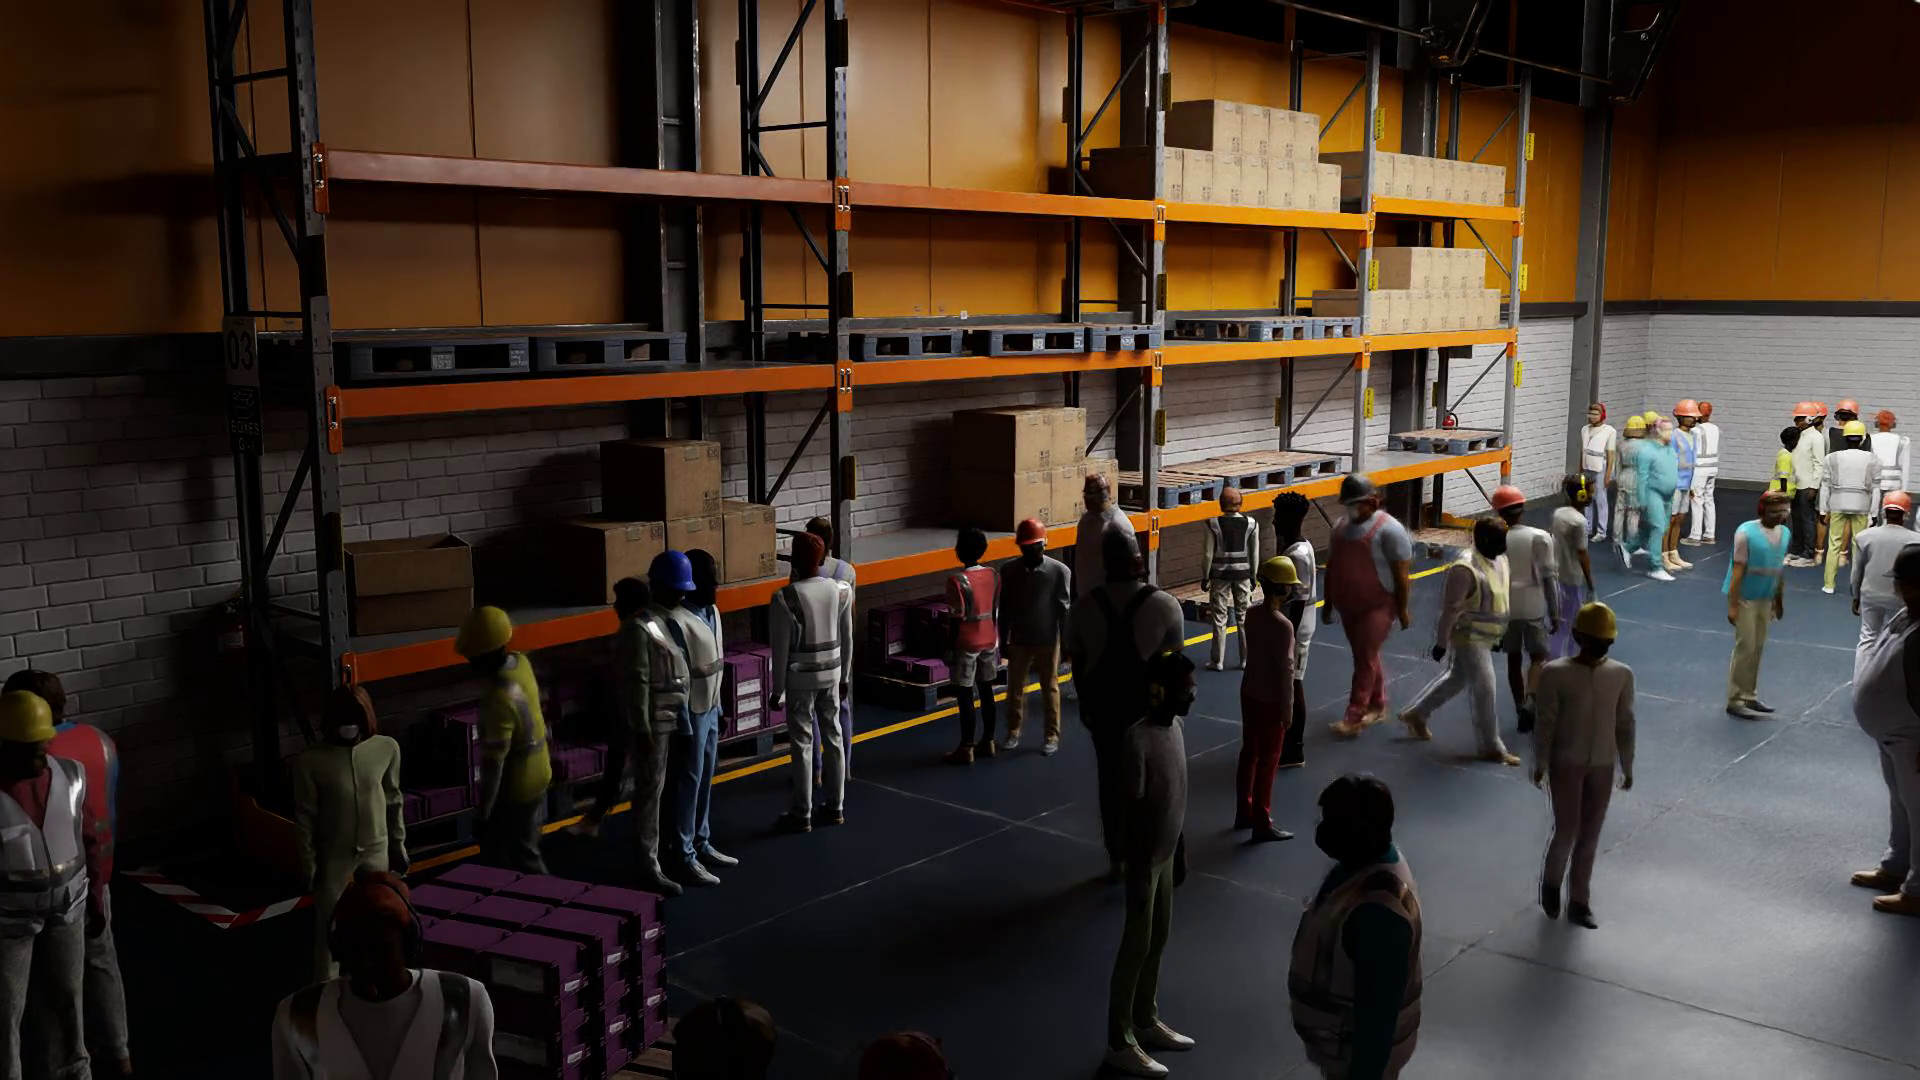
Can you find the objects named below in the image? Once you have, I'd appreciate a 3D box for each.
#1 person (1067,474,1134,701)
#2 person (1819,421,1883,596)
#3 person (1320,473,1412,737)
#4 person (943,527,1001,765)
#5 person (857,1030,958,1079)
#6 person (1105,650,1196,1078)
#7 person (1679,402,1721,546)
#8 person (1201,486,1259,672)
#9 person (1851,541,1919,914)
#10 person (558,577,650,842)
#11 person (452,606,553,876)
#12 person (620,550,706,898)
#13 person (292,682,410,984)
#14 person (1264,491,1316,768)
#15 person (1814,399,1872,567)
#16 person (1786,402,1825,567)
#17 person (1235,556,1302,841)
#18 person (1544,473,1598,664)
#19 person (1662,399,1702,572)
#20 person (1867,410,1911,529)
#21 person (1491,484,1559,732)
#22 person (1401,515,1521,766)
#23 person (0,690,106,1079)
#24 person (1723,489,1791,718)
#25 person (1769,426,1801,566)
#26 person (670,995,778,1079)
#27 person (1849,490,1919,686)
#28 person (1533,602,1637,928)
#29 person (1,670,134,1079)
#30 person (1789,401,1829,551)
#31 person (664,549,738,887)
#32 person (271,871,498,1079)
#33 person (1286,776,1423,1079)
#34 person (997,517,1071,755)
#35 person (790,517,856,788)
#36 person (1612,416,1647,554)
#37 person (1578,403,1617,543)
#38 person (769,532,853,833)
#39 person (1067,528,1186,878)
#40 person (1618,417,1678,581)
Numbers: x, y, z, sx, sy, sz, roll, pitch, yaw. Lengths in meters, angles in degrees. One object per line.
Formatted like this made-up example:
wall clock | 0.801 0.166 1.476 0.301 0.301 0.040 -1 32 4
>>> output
person | 1.109 0.412 13.362 0.401 1.904 0.650 -5 10 -28
person | 9.723 -0.345 18.199 0.588 1.919 0.396 4 10 26
person | 2.987 0.459 12.620 0.889 2.000 0.698 -5 10 -30
person | 0.077 0.748 11.857 0.315 1.696 0.541 7 11 39
person | -0.141 1.966 3.620 0.990 1.829 0.576 -7 11 -38
person | 0.854 1.386 7.238 0.330 1.861 0.506 5 10 30
person | 9.665 -0.862 21.680 0.573 1.876 0.358 -5 10 -31
person | 2.375 0.347 14.639 0.522 1.636 0.309 -1 9 -8
person | 5.171 1.007 9.085 0.536 2.000 0.683 2 9 15
person | -1.990 1.037 10.145 0.884 1.642 0.538 -6 10 -32
person | -2.264 1.214 8.288 0.615 1.864 0.673 -2 9 -11
person | -1.661 1.013 9.376 0.405 1.937 0.602 3 9 19
person | -2.761 1.444 7.569 0.497 1.633 0.279 -8 12 -40
person | 2.329 0.627 11.771 0.367 1.966 0.606 1 9 9
person | 10.605 -0.684 20.047 0.612 2.029 0.407 5 10 29
person | 10.162 -0.674 20.071 0.396 1.992 0.623 0 9 2
person | 1.915 0.968 10.253 0.343 1.756 0.518 -3 9 -19
person | 5.155 0.365 13.831 0.698 1.846 0.560 0 9 -2
person | 8.567 -0.650 19.760 0.608 2.045 0.391 -7 11 -39
person | 11.247 -0.642 20.299 0.588 1.870 0.383 5 10 27
person | 4.202 0.540 12.563 0.609 1.898 0.568 4 10 23
person | 3.639 0.678 12.026 0.932 1.801 0.655 8 12 42
person | -3.720 1.490 6.669 0.403 1.825 0.594 6 11 35
person | 6.283 0.492 13.130 0.649 1.823 0.462 -5 10 -28
person | 9.988 -0.537 20.175 0.321 1.692 0.535 5 10 30
person | -0.489 1.924 3.846 0.339 1.839 0.505 -2 9 -15
person | 7.558 0.464 13.541 0.569 1.744 0.349 8 12 43
person | 3.314 1.188 8.804 0.544 1.753 0.364 -1 9 -6
person | -3.788 1.444 6.958 0.432 1.835 0.624 2 9 16
person | 10.792 -0.790 21.042 0.385 1.929 0.543 -2 9 -13
person | -1.518 0.998 9.537 0.392 1.920 0.593 2 9 12
person | -1.529 1.799 4.474 0.585 1.882 0.337 -2 9 -15
person | 1.293 1.669 5.514 0.429 1.837 0.668 1 9 7
person | 0.528 0.696 12.048 0.569 1.742 0.354 3 9 18
person | -0.935 0.761 11.335 0.509 1.839 0.345 -7 11 -37
person | 8.504 -0.700 21.047 0.300 1.745 0.483 -4 9 -22
person | 8.414 -0.887 21.959 0.384 1.837 0.563 -4 9 -22
person | -0.932 0.882 10.395 0.575 1.885 0.355 -6 11 -36
person | 0.998 0.910 9.707 0.707 2.000 0.753 3 9 19
person | 8.010 -0.499 19.282 0.643 1.891 0.724 -7 11 -37
